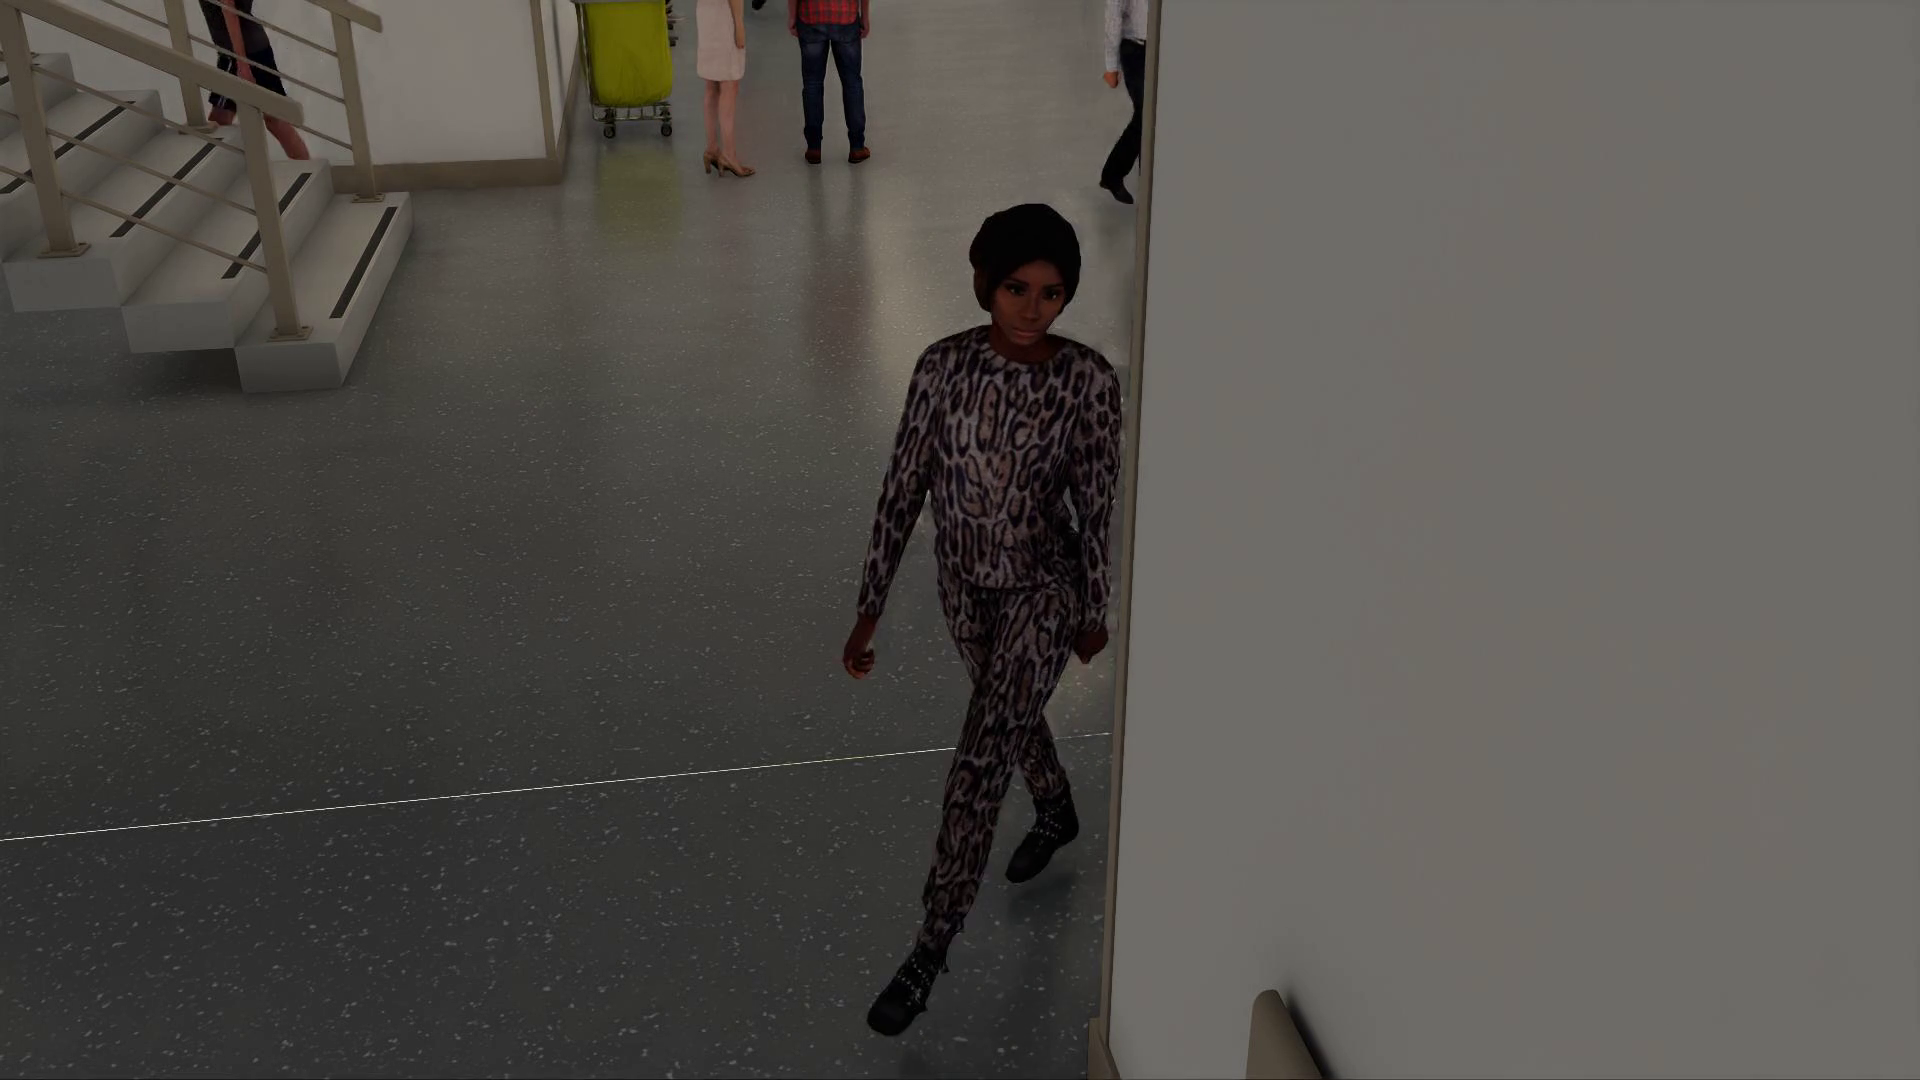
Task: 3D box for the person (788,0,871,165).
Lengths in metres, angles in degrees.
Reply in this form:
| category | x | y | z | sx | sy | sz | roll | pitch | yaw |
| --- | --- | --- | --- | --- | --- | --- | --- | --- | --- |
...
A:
| category | x | y | z | sx | sy | sz | roll | pitch | yaw |
| --- | --- | --- | --- | --- | --- | --- | --- | --- | --- |
| person | -0.828 | -3.310 | 10.449 | 0.523 | 1.829 | 0.778 | -1 | 26 | -3 |

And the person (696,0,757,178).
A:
| category | x | y | z | sx | sy | sz | roll | pitch | yaw |
| --- | --- | --- | --- | --- | --- | --- | --- | --- | --- |
| person | -1.461 | -3.104 | 10.130 | 0.695 | 1.735 | 0.686 | -18 | 31 | -33 |

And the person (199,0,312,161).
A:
| category | x | y | z | sx | sy | sz | roll | pitch | yaw |
| --- | --- | --- | --- | --- | --- | --- | --- | --- | --- |
| person | -3.791 | -2.598 | 8.997 | 1.145 | 1.807 | 0.704 | -3 | 26 | -7 |

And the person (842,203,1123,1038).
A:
| category | x | y | z | sx | sy | sz | roll | pitch | yaw |
| --- | --- | --- | --- | --- | --- | --- | --- | --- | --- |
| person | 0.139 | 0.129 | 3.514 | 1.147 | 1.659 | 1.175 | 16 | 30 | 30 |
